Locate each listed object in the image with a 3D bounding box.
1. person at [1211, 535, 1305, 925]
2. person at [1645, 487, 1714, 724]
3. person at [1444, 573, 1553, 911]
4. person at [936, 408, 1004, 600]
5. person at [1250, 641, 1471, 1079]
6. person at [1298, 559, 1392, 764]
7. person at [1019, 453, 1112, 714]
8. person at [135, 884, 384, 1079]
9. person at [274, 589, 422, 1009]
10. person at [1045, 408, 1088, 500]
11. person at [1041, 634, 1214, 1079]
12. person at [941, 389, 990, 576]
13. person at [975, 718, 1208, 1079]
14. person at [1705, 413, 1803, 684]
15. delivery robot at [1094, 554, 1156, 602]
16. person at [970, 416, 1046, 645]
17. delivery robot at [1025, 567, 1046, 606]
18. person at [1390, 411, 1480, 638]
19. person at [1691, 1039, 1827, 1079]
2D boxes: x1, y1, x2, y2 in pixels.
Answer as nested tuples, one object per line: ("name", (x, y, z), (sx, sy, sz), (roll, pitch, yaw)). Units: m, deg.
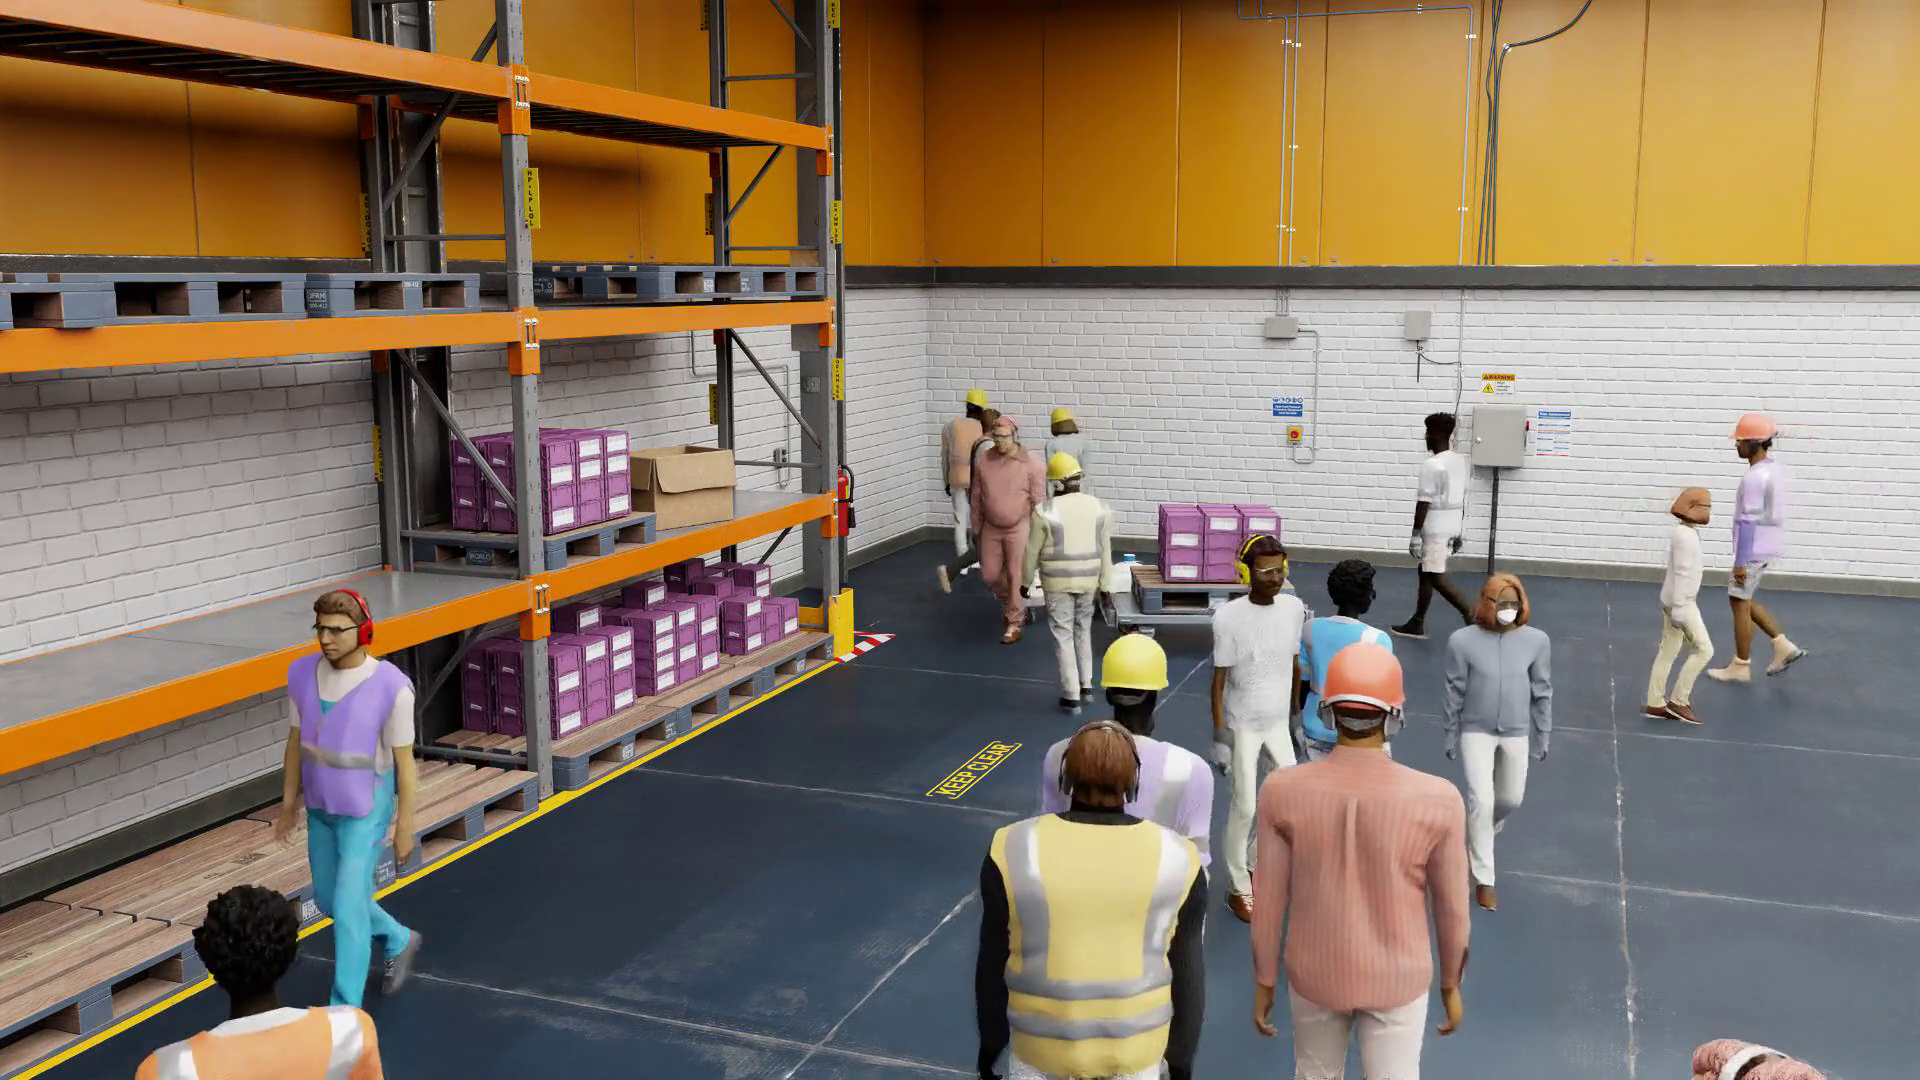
("person", (1.398, 0.885, 7.745), (0.547, 1.853, 0.406), (-4, 10, -22))
("person", (4.919, 0.442, 11.235), (0.508, 1.612, 0.521), (4, 10, 22))
("person", (2.627, 0.937, 8.187), (0.507, 1.609, 0.706), (1, 9, 4))
("person", (0.172, -0.312, 15.420), (0.772, 1.806, 0.535), (-2, 9, -12))
("person", (1.181, 1.274, 4.934), (0.621, 1.992, 0.499), (3, 10, 20))
("person", (1.834, 0.928, 7.953), (0.319, 1.698, 0.538), (-8, 12, -42))
("person", (0.735, 0.292, 11.608), (0.614, 1.801, 0.590), (-4, 10, -21))
("person", (-1.515, 1.610, 3.713), (0.539, 1.687, 0.547), (-6, 11, -34))
("person", (-2.421, 1.077, 6.636), (0.594, 1.821, 0.804), (4, 10, 24))
("person", (1.106, -0.503, 16.956), (0.491, 1.699, 0.874), (-3, 10, -19))
("person", (0.534, 1.238, 5.485), (0.609, 1.878, 1.007), (4, 10, 21))
("person", (0.104, -0.593, 16.940), (0.583, 1.885, 0.715), (1, 9, 6))
("person", (0.365, 1.406, 4.575), (0.639, 1.822, 0.629), (0, 9, -1))
("person", (5.882, 0.079, 12.261), (0.530, 2.030, 0.635), (7, 12, 39))
("delivery robot", (1.501, 0.368, 14.765), (0.707, 0.478, 0.477), (-5, 10, -29))
("person", (0.409, -0.099, 13.809), (0.686, 1.883, 0.555), (4, 10, 23))
("delivery robot", (0.799, 0.402, 14.549), (0.707, 0.478, 0.477), (-3, 9, -19))
("person", (3.968, -0.085, 13.603), (0.903, 1.936, 0.611), (9, 13, 44))
("person", (1.174, 1.697, 2.539), (0.748, 1.882, 0.428), (-7, 12, -39))
